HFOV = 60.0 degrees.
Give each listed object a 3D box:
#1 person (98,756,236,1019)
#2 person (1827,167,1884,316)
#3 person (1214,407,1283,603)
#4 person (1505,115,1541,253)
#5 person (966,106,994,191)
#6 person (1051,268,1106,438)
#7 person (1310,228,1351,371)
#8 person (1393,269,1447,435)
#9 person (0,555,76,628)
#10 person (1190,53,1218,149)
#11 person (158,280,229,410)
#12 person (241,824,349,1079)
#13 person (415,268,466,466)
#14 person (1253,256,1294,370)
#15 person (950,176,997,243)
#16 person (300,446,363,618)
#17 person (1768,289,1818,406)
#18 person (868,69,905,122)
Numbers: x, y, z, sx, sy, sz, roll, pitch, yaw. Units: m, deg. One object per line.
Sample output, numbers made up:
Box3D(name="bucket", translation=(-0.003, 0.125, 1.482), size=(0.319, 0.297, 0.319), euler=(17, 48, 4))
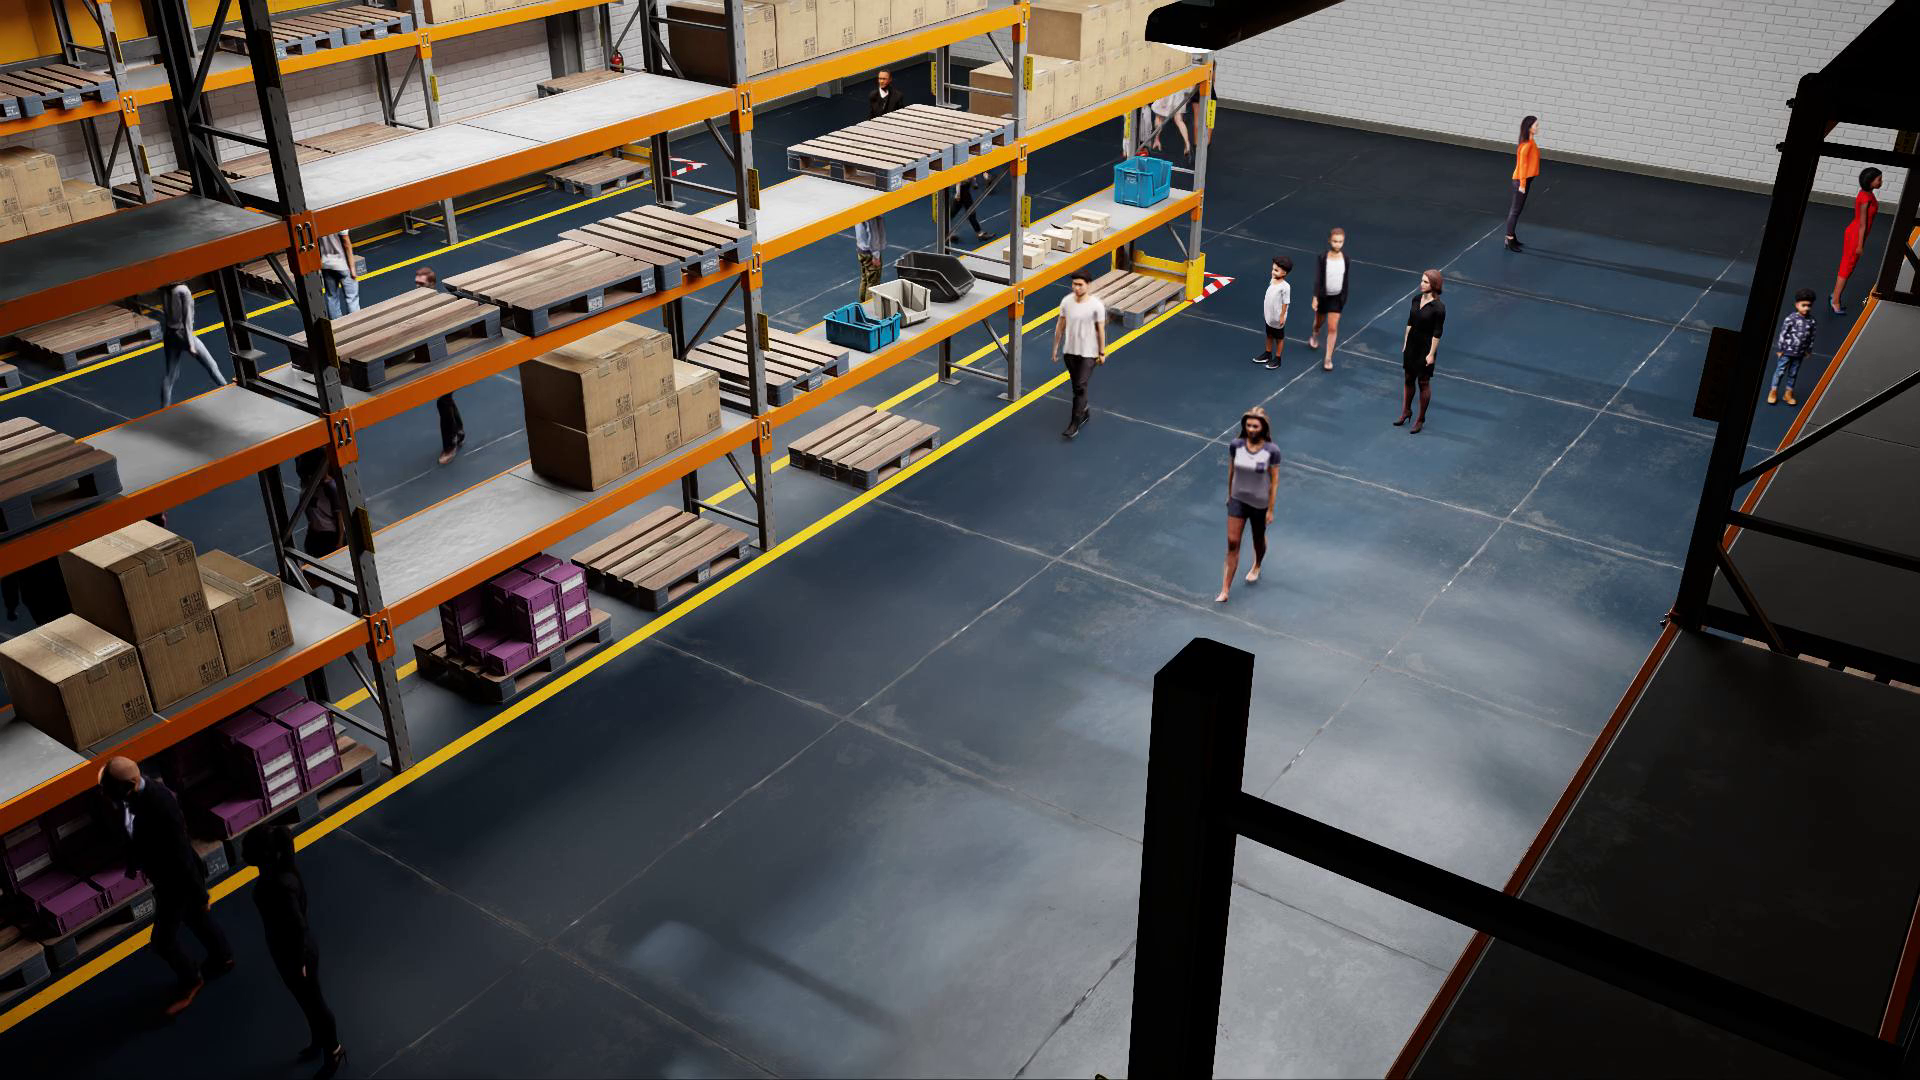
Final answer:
Box3D(name="person", translation=(-4.493, 1.919, 9.631), size=(0.803, 1.765, 0.878), euler=(-24, 37, -37))
Box3D(name="person", translation=(10.588, -3.544, 19.669), size=(0.653, 1.744, 0.476), euler=(14, 31, 23))
Box3D(name="person", translation=(2.458, -0.327, 13.843), size=(0.701, 1.675, 1.085), euler=(14, 32, 24))
Box3D(name="person", translation=(7.344, -4.675, 21.738), size=(0.724, 1.748, 0.565), euler=(11, 31, 20))
Box3D(name="person", translation=(0.264, -5.790, 24.084), size=(0.725, 1.458, 0.874), euler=(25, 37, 38))
Box3D(name="person", translation=(1.258, -1.946, 16.781), size=(0.668, 1.704, 0.871), euler=(17, 33, 28))
Box3D(name="person", translation=(4.077, -2.719, 18.386), size=(0.876, 1.524, 1.110), euler=(4, 29, 7))
Box3D(name="person", translation=(4.636, -1.907, 16.708), size=(0.631, 1.706, 0.652), euler=(-16, 32, -27))
Box3D(name="person", translation=(-6.708, 0.399, 12.380), size=(0.879, 1.801, 0.951), euler=(6, 29, 11))
Box3D(name="person", translation=(3.811, -7.007, 26.090), size=(0.658, 1.674, 0.739), euler=(-11, 30, -19))
Box3D(name="person", translation=(-7.903, -1.953, 16.767), size=(0.744, 1.731, 1.244), euler=(13, 31, 23))
Box3D(name="person", translation=(-3.648, 2.243, 9.093), size=(0.592, 1.711, 0.634), euler=(-19, 34, -31))
Box3D(name="person", translation=(-5.028, -1.769, 16.231), size=(0.767, 1.920, 0.895), euler=(12, 31, 21))
Box3D(name="person", translation=(3.485, -2.524, 18.302), size=(0.603, 1.262, 0.566), euler=(-15, 32, -26))
Box3D(name="person", translation=(-0.035, -4.628, 21.970), size=(0.905, 1.443, 0.988), euler=(4, 29, 7))
Box3D(name="person", translation=(-5.118, -0.075, 13.496), size=(0.565, 1.565, 0.527), euler=(21, 35, 33))
Box3D(name="person", translation=(8.726, -2.026, 17.401), size=(0.571, 1.250, 0.598), euler=(4, 29, 7))
Box3D(name="person", translation=(-1.029, -5.663, 23.385), size=(0.765, 1.904, 0.731), euler=(8, 30, 14))
